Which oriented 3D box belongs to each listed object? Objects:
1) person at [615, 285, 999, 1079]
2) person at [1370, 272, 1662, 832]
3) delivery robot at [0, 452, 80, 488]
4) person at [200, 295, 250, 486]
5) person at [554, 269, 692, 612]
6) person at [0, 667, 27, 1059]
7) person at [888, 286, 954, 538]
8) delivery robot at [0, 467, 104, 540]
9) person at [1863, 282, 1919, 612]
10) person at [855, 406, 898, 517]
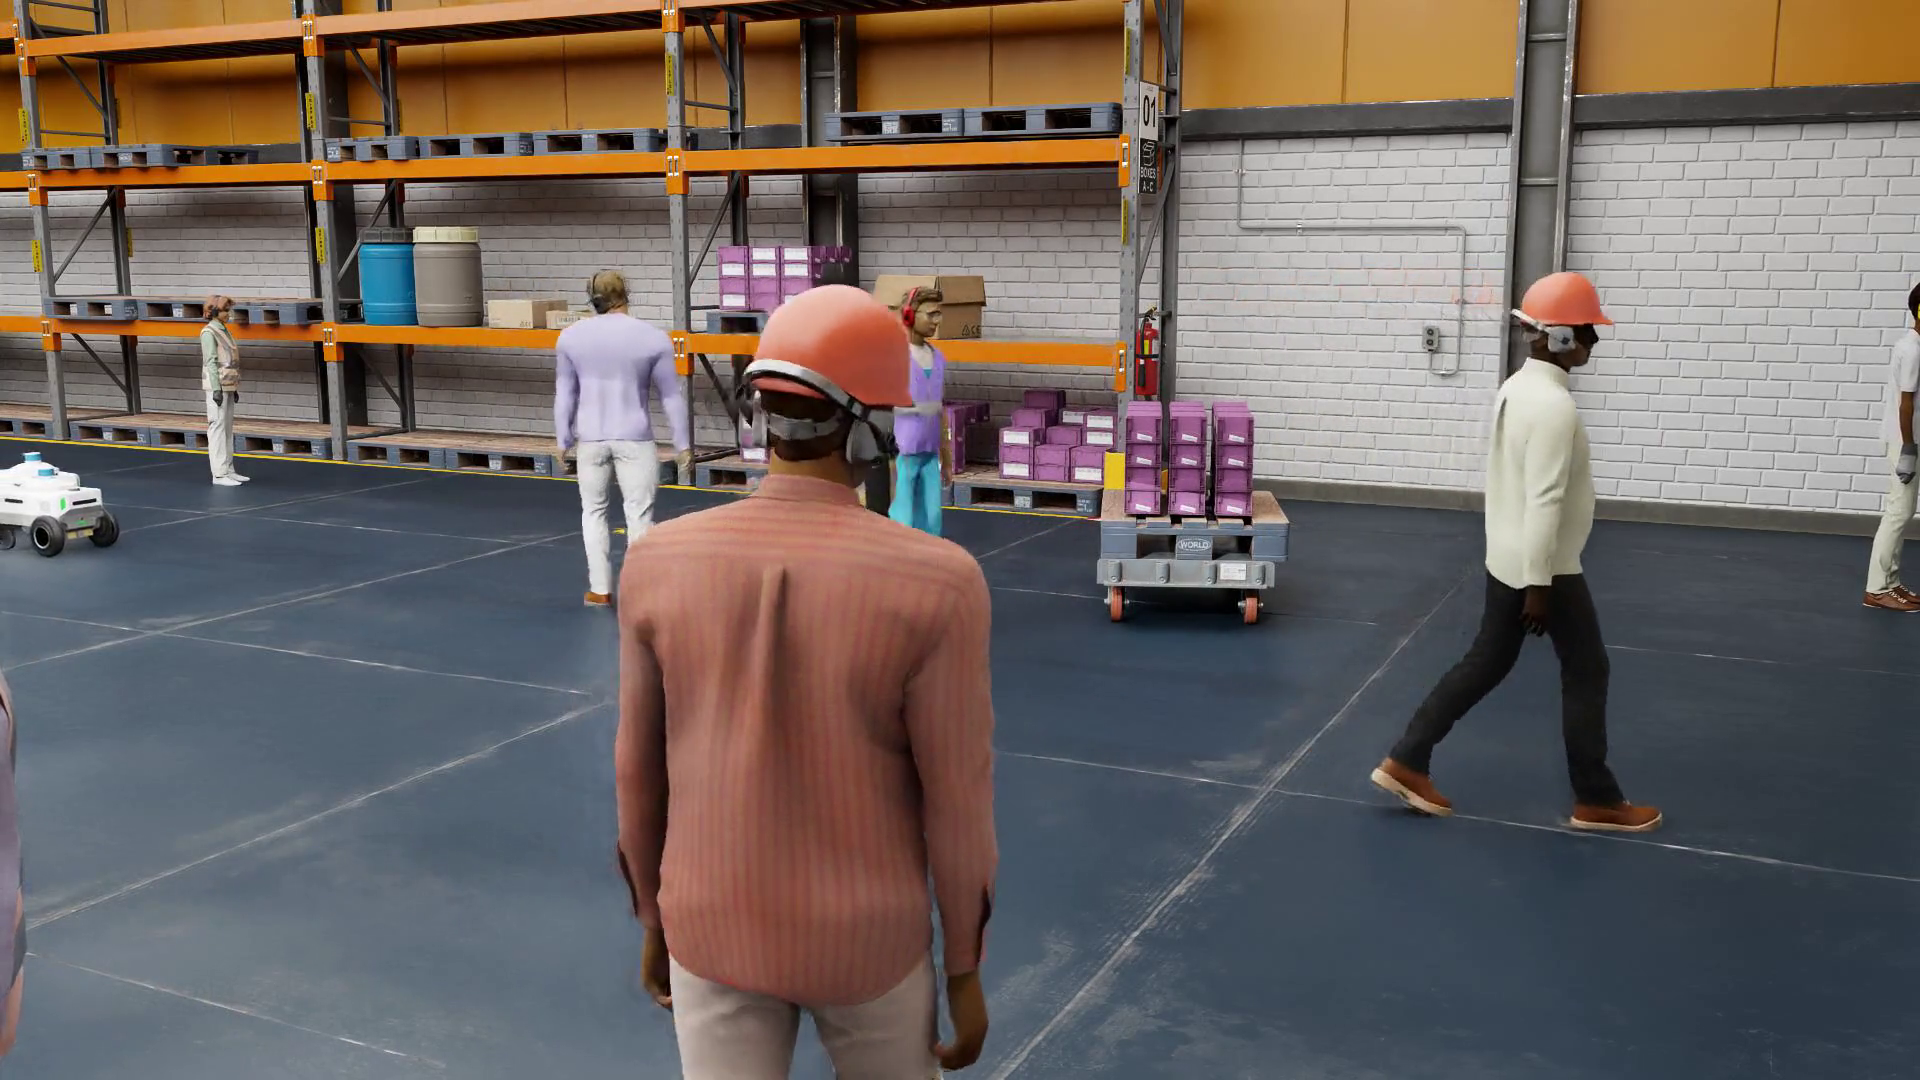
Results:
[{"bbox_3d":[-0.234,0.601,2.625,0.622,1.962,0.656,2,10,12],"label":"person"},{"bbox_3d":[1.955,0.050,5.777,0.986,1.954,0.625,0,10,3],"label":"person"},{"bbox_3d":[-6.684,-0.389,12.024,0.707,0.478,0.477,7,12,34],"label":"delivery robot"},{"bbox_3d":[-6.357,-1.284,14.321,0.307,1.638,0.512,-2,10,-9],"label":"person"},{"bbox_3d":[-1.872,-0.527,9.235,0.740,1.918,0.453,0,10,2],"label":"person"},{"bbox_3d":[-1.526,0.714,2.291,0.633,1.842,0.429,8,13,38],"label":"person"},{"bbox_3d":[-0.268,-0.429,8.860,0.568,1.830,0.626,8,12,37],"label":"person"},{"bbox_3d":[-6.146,-0.249,11.218,0.707,0.478,0.477,5,11,24],"label":"delivery robot"},{"bbox_3d":[5.363,-0.526,9.359,0.330,1.862,0.502,7,12,33],"label":"person"},{"bbox_3d":[-0.615,-0.171,7.476,0.926,1.799,0.653,-2,10,-13],"label":"person"}]
